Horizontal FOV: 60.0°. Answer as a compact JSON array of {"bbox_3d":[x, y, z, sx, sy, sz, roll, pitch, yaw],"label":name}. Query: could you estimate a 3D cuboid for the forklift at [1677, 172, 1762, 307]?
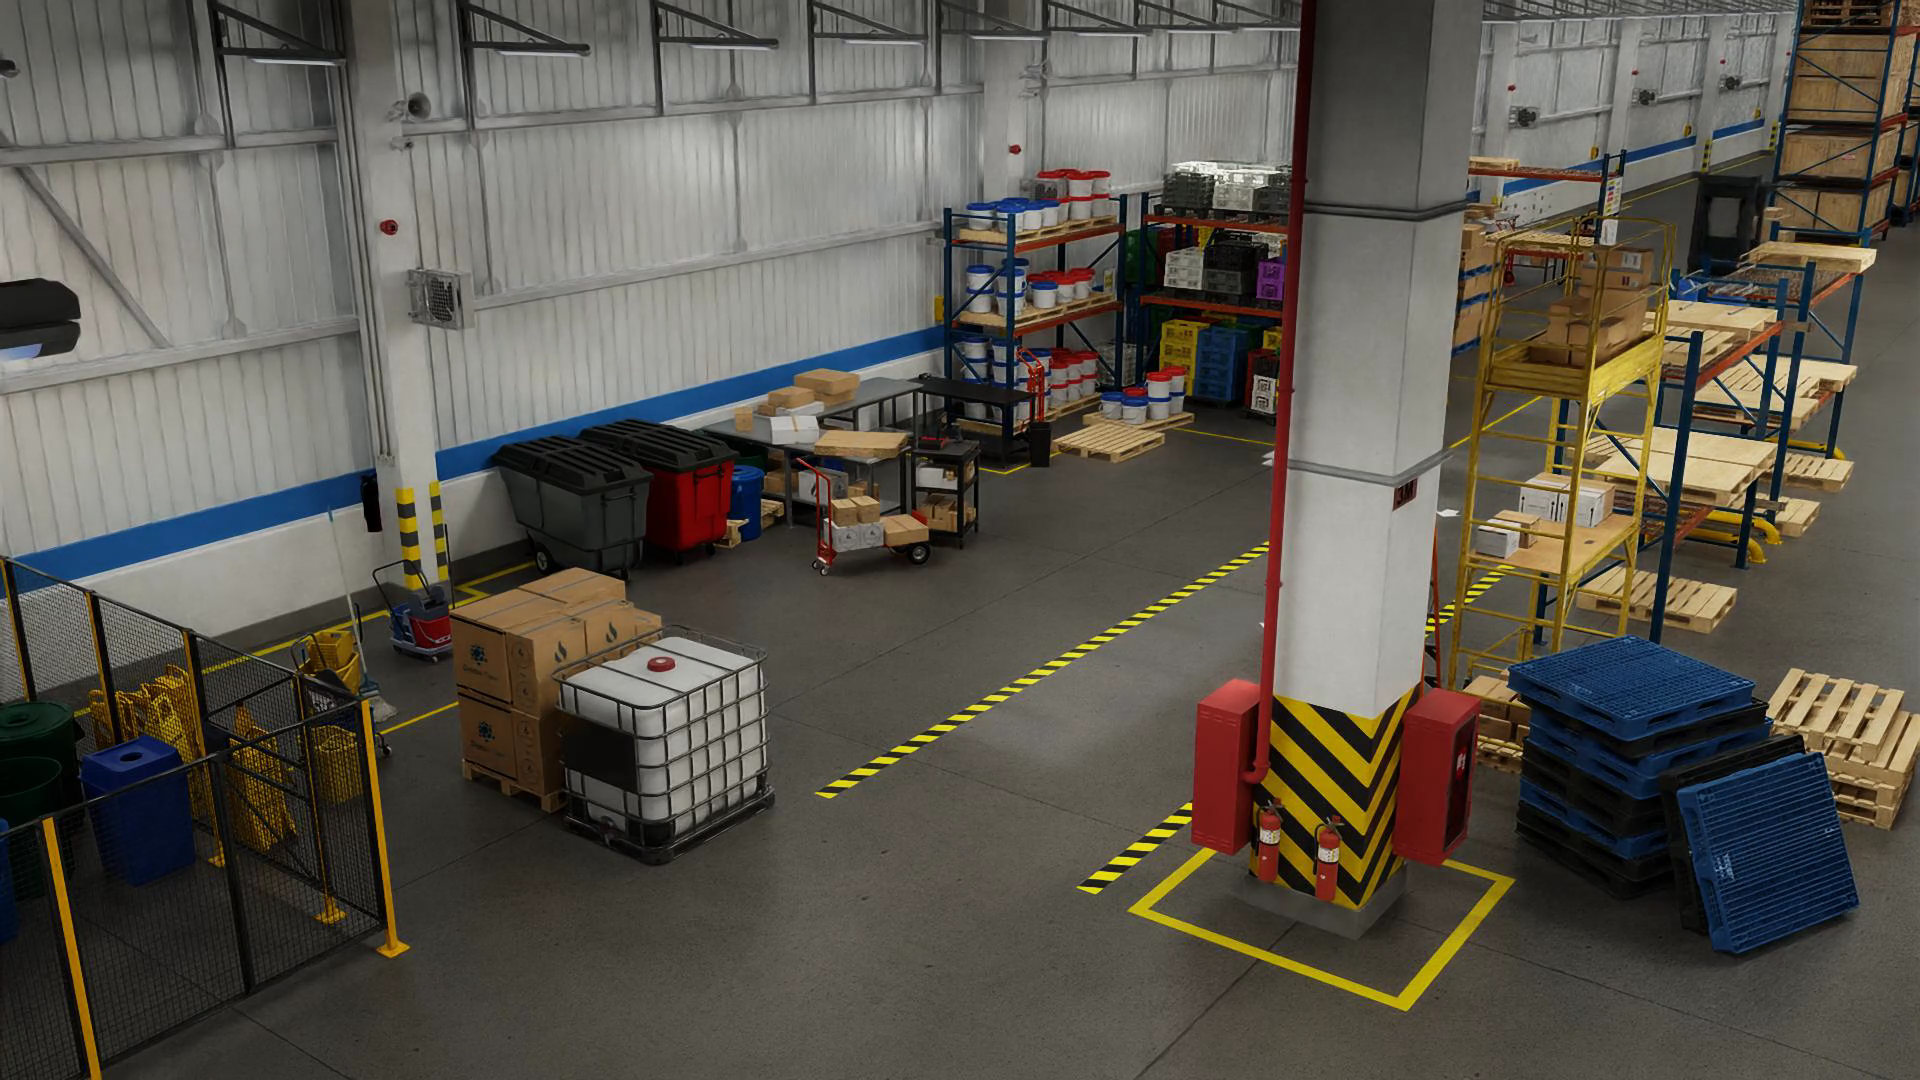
[{"bbox_3d":[12.957,-4.833,28.412,1.129,2.768,1.873,13,22,34],"label":"forklift"}]
